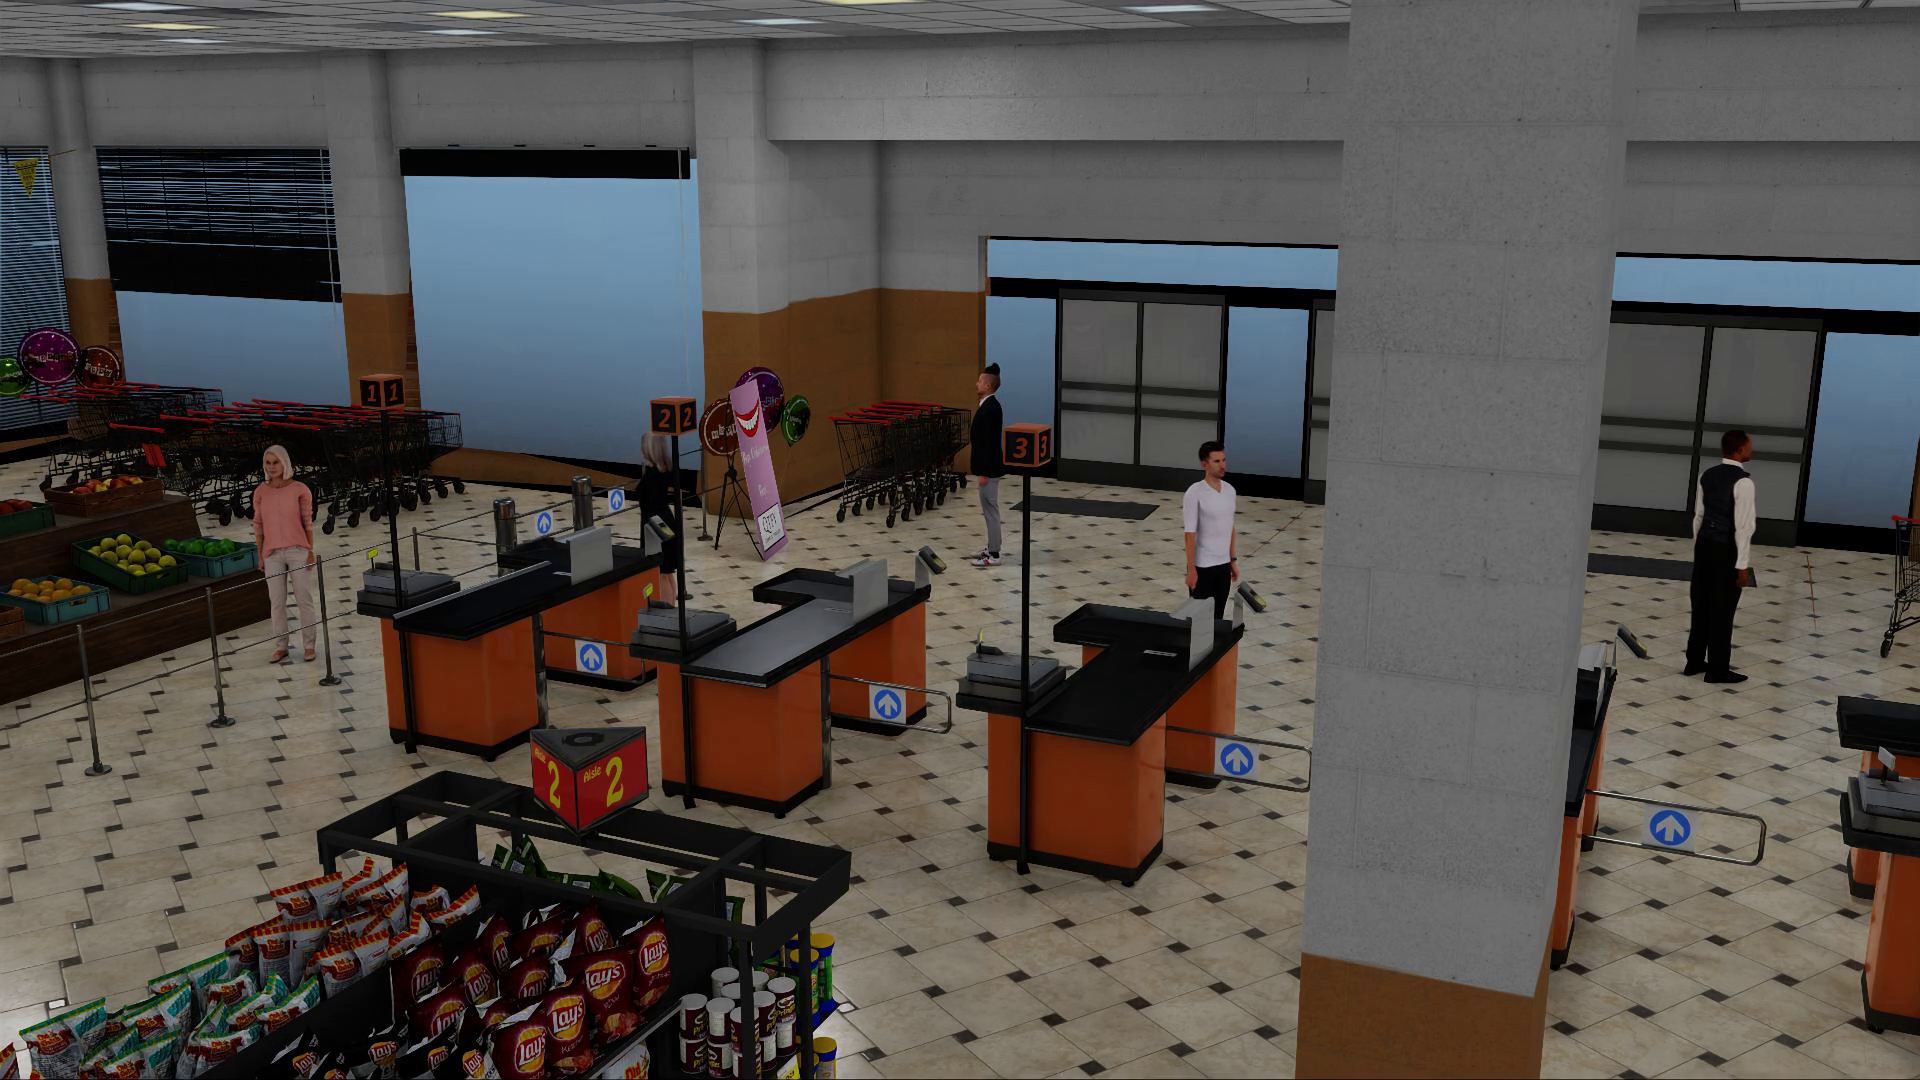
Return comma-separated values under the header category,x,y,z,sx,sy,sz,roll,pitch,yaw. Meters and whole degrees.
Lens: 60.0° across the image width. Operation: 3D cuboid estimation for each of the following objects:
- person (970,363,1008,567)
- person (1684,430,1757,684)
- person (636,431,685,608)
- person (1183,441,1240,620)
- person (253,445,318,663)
category,x,y,z,sx,sy,sz,roll,pitch,yaw
person,0.278,-0.732,15.983,0.853,1.950,0.689,0,14,1
person,5.744,0.112,12.569,0.833,1.918,0.761,-4,14,-17
person,-2.459,-0.034,13.537,0.737,1.746,0.620,1,14,3
person,1.865,0.171,12.468,0.680,1.851,0.814,-10,17,-36
person,-5.272,0.099,13.035,0.683,1.724,0.700,-2,14,-8
